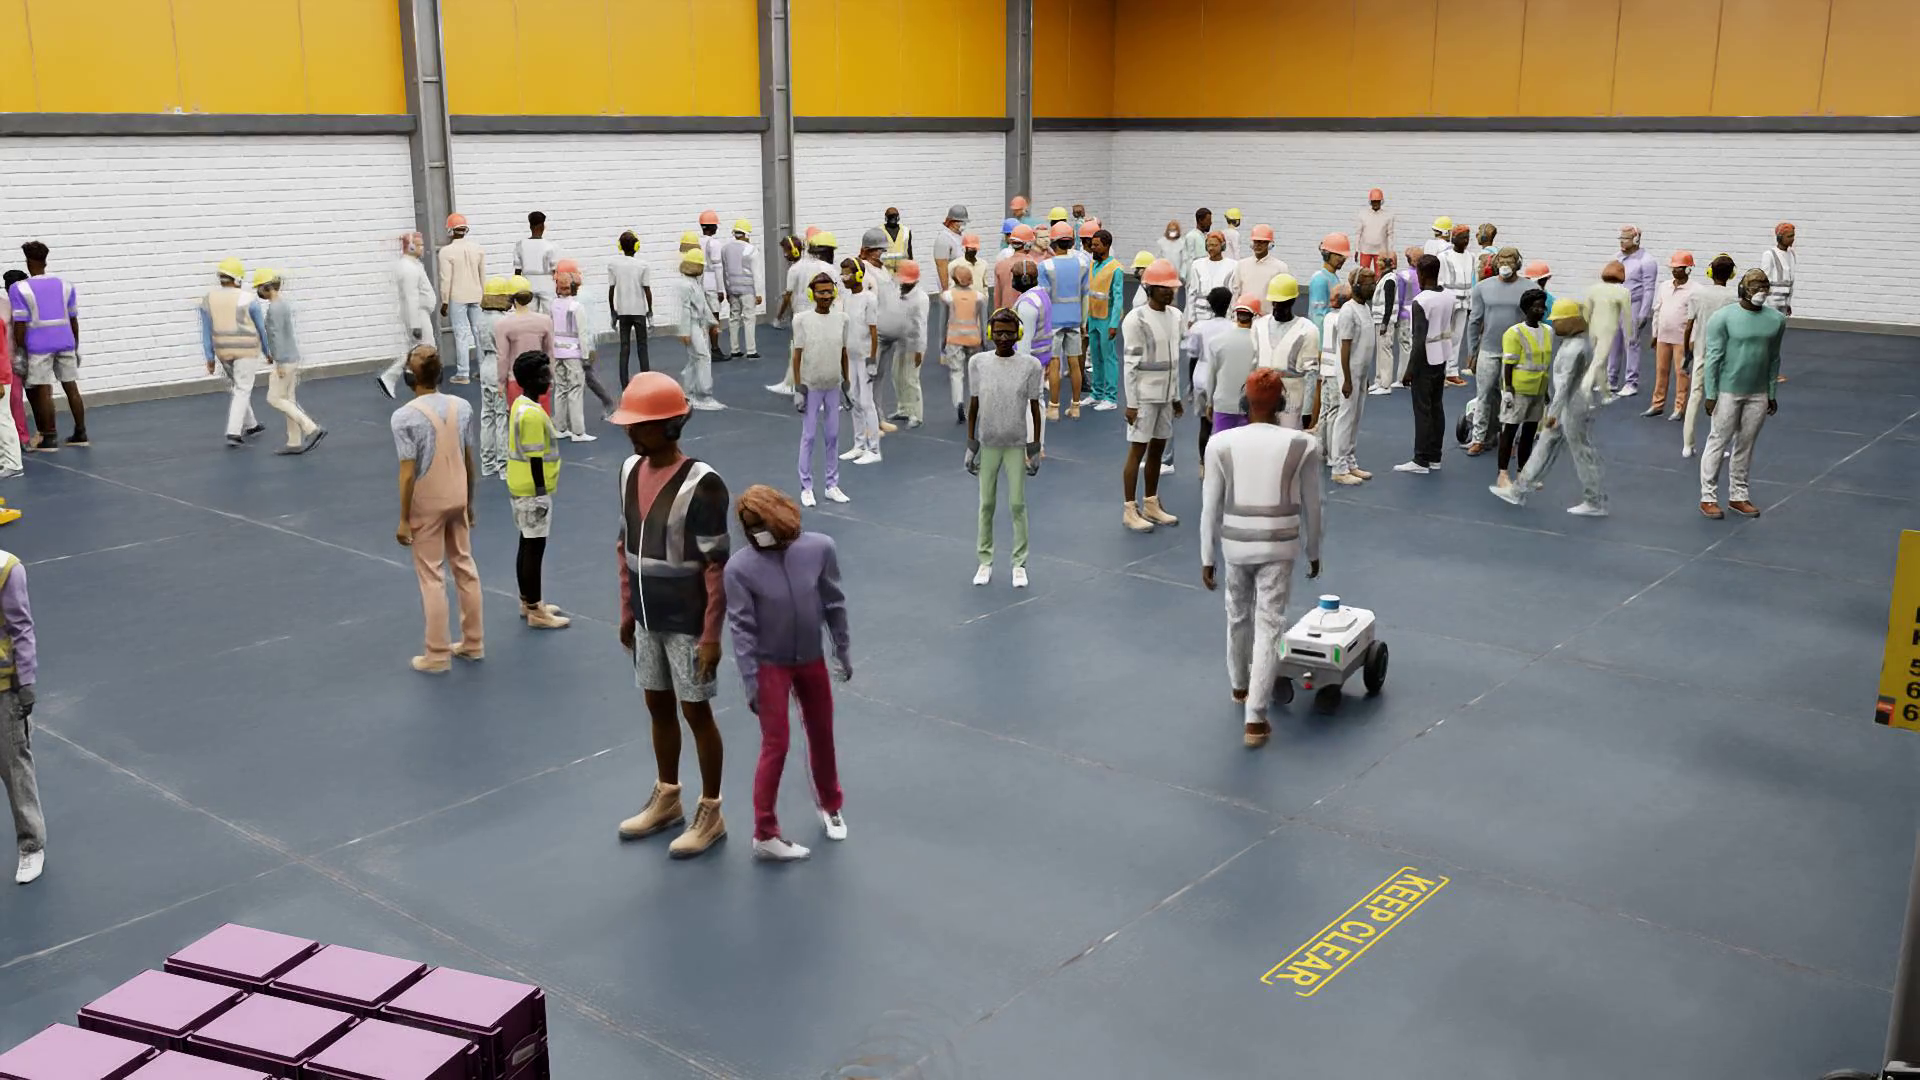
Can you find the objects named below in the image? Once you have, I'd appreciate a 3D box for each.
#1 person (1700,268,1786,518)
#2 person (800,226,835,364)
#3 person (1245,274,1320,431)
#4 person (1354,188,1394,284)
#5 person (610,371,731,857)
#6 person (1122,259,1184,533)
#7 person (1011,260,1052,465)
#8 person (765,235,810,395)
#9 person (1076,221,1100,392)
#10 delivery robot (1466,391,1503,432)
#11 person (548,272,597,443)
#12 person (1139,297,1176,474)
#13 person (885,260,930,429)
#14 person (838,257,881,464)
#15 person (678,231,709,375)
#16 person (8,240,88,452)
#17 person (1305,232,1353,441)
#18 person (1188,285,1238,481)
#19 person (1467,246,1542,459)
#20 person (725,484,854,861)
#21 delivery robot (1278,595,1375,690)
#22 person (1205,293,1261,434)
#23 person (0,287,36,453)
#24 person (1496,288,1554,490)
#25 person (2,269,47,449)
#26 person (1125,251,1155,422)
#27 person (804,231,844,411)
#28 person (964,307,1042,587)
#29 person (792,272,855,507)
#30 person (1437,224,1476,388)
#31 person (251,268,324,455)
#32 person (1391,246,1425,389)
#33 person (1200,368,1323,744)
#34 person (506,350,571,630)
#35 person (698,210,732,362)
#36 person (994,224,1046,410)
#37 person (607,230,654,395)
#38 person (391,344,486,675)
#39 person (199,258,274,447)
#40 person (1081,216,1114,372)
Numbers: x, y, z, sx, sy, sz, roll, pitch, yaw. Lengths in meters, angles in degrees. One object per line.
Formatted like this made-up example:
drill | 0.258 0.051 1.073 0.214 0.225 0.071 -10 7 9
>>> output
person | 6.064 -1.133 12.910 0.629 1.940 0.372 -2 14 -10
person | -1.860 -3.130 21.263 0.564 1.752 0.338 -1 14 -4
person | 2.443 -1.072 12.713 0.587 1.918 0.396 13 19 41
person | 6.733 -4.708 27.080 0.616 1.993 0.395 4 15 15
person | -1.223 0.314 6.914 0.614 2.041 0.390 11 18 38
person | 1.477 -1.086 12.510 0.609 2.043 0.397 -13 19 -42
person | 0.605 -1.594 14.974 0.429 1.837 0.624 4 15 15
person | -1.842 -2.450 18.418 0.828 1.820 0.553 3 14 12
person | 1.463 -2.667 19.040 0.357 1.938 0.543 0 14 2
delivery robot | 5.157 -1.278 16.103 0.477 0.478 0.707 9 16 31
person | -3.758 -1.757 16.032 0.521 1.632 0.314 11 18 38
person | 1.740 -1.391 14.557 0.267 1.632 0.507 -3 14 -10
person | -0.539 -1.959 16.676 0.392 1.705 0.660 -9 17 -32
person | -0.915 -1.618 15.027 0.333 1.857 0.528 -11 18 -36
person | -3.278 -2.901 20.362 0.292 1.746 0.493 4 15 15
person | -8.531 -1.812 15.572 0.369 1.963 0.615 9 17 33
person | 3.447 -1.854 15.596 0.392 2.035 0.605 6 15 22
person | 2.201 -1.330 14.224 0.554 1.672 0.378 6 15 22
person | 4.962 -1.714 15.228 0.638 1.938 0.356 6 15 22
person | -0.695 0.539 6.915 0.531 1.596 0.389 -9 16 -31
delivery robot | 1.957 0.537 8.852 0.477 0.478 0.707 8 16 28
person | 2.204 -1.064 13.044 0.576 1.736 0.355 5 15 19
person | -8.882 -1.653 15.353 0.525 1.760 0.340 -12 18 -39
person | 4.710 -1.239 13.821 0.541 1.696 0.315 -8 16 -29
person | -8.782 -1.708 15.725 0.319 1.686 0.539 -4 15 -15
person | 1.862 -2.030 16.844 0.315 1.767 0.535 -3 14 -10
person | -1.419 -2.324 17.749 0.425 1.900 0.649 -8 16 -28
person | 0.283 -0.608 10.980 0.508 1.860 0.334 2 14 9
person | -1.096 -1.211 13.356 0.519 1.874 0.331 -7 16 -26
person | 5.752 -2.721 19.365 0.584 1.882 0.337 -7 16 -27
person | -6.234 -1.636 15.331 0.483 1.729 0.566 -3 14 -12
person | 5.231 -2.567 19.245 0.513 1.641 0.307 -6 15 -24
person | 1.524 0.055 8.402 0.595 1.843 0.929 4 15 17
person | -2.584 -0.309 10.101 0.321 1.699 0.537 -5 15 -21
person | -3.228 -3.276 21.471 0.546 1.939 0.375 13 19 42
person | 0.641 -2.308 17.491 0.608 1.995 0.377 9 17 32
person | -3.645 -2.492 18.472 0.514 1.875 0.332 2 14 8
person | -2.900 -0.167 9.239 0.326 1.843 0.515 10 17 34
person | -6.922 -1.797 15.903 0.573 1.782 0.934 2 14 9
person | 1.634 -3.035 20.574 0.400 1.907 0.645 -6 15 -21
